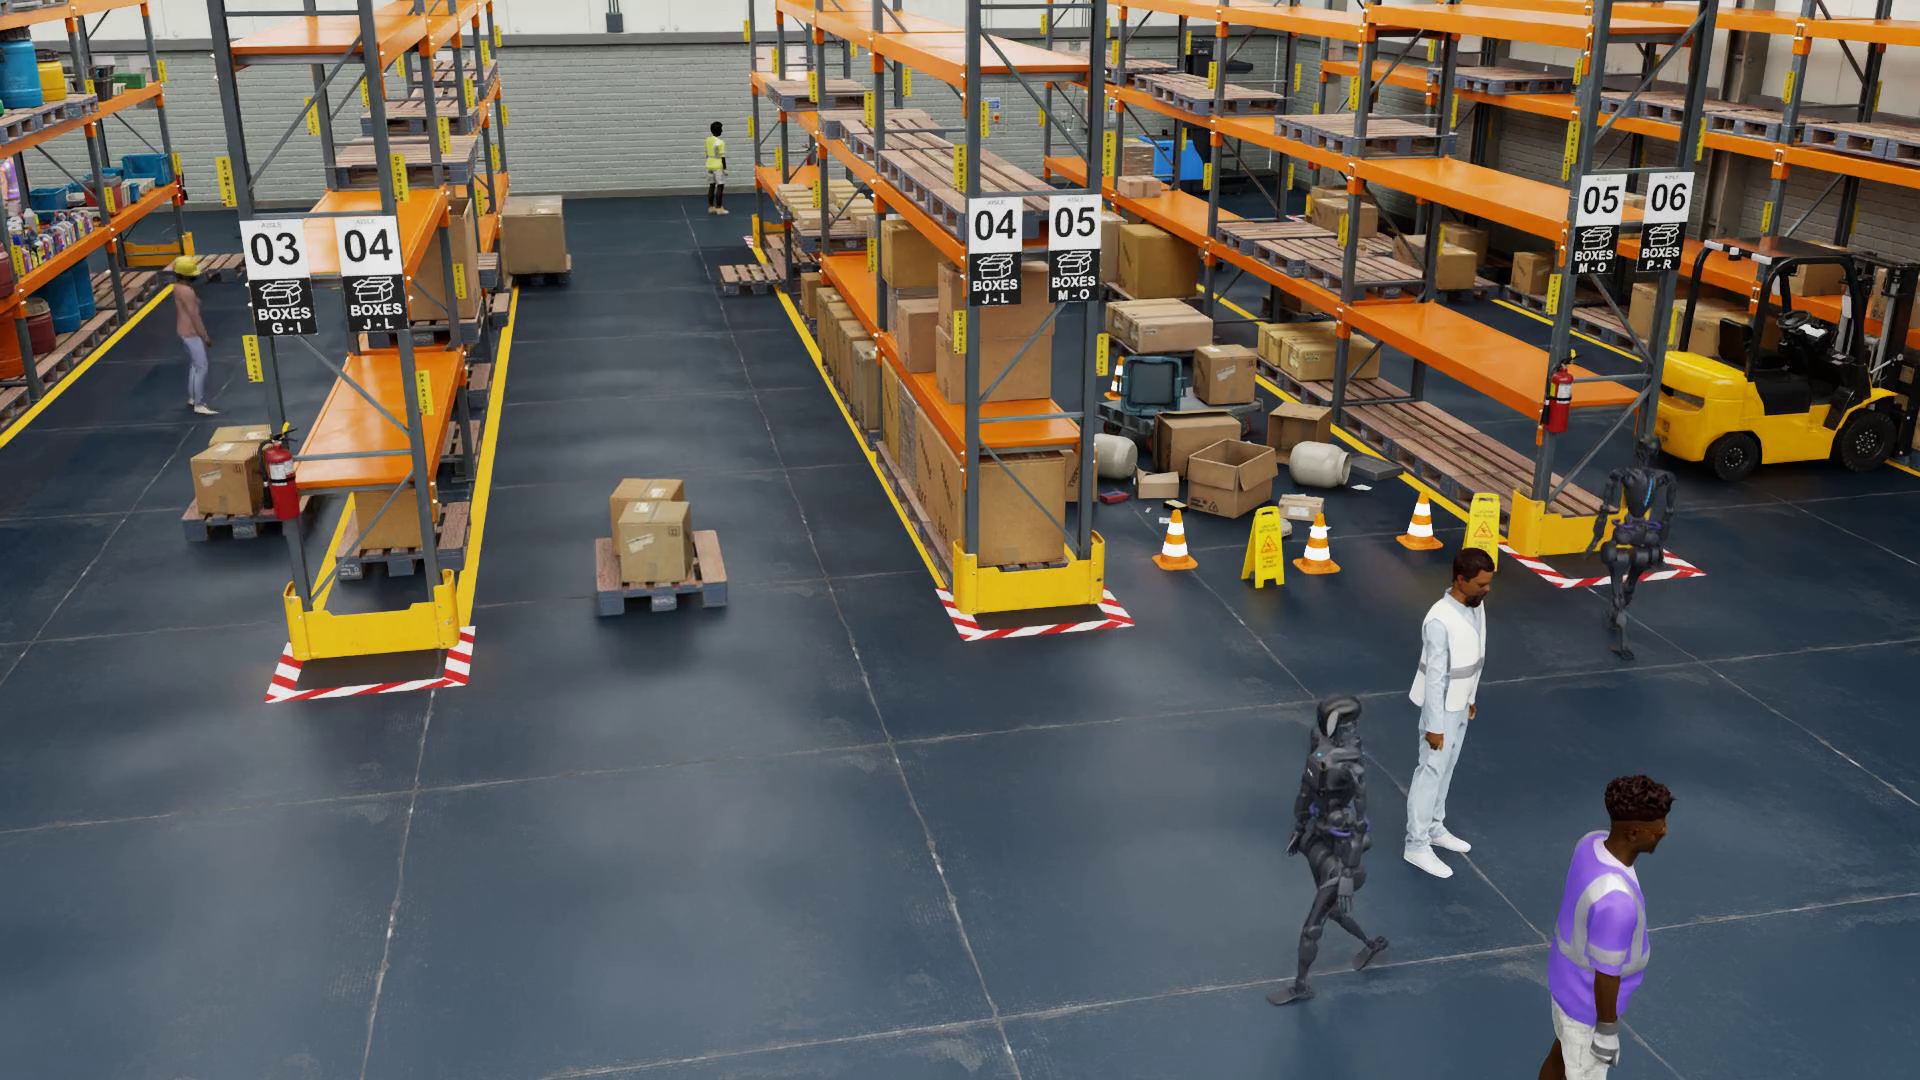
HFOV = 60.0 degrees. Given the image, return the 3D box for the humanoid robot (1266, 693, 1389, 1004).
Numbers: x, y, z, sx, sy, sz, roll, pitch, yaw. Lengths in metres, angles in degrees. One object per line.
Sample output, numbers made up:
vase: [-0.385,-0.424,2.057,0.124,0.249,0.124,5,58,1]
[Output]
humanoid robot: [1.882,1.504,8.196,0.750,1.641,0.601,-6,21,-16]

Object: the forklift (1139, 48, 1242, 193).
forklift: [4.566,-8.313,32.860,1.873,2.768,1.129,-4,21,-12]

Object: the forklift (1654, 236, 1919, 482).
forklift: [8.013,-1.814,16.330,2.313,2.155,1.214,-4,21,-12]

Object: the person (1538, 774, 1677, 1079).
person: [2.610,1.841,6.830,0.382,1.957,0.601,4,21,11]

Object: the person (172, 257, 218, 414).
person: [-8.406,-2.245,18.187,0.302,1.740,0.690,-13,24,-32]

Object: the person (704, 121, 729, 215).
person: [-4.473,-6.826,30.545,0.538,1.686,0.320,18,27,39]

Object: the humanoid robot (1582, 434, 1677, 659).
humanoid robot: [4.908,0.000,12.243,0.598,1.627,0.763,-1,20,-3]

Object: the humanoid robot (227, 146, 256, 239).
humanoid robot: [-12.085,-5.852,28.040,0.795,1.642,0.609,7,22,18]

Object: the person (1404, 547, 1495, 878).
person: [2.735,0.932,9.333,0.393,1.914,0.588,14,24,33]

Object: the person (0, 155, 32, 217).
person: [-15.372,-5.564,27.152,0.352,1.688,0.489,11,23,27]
